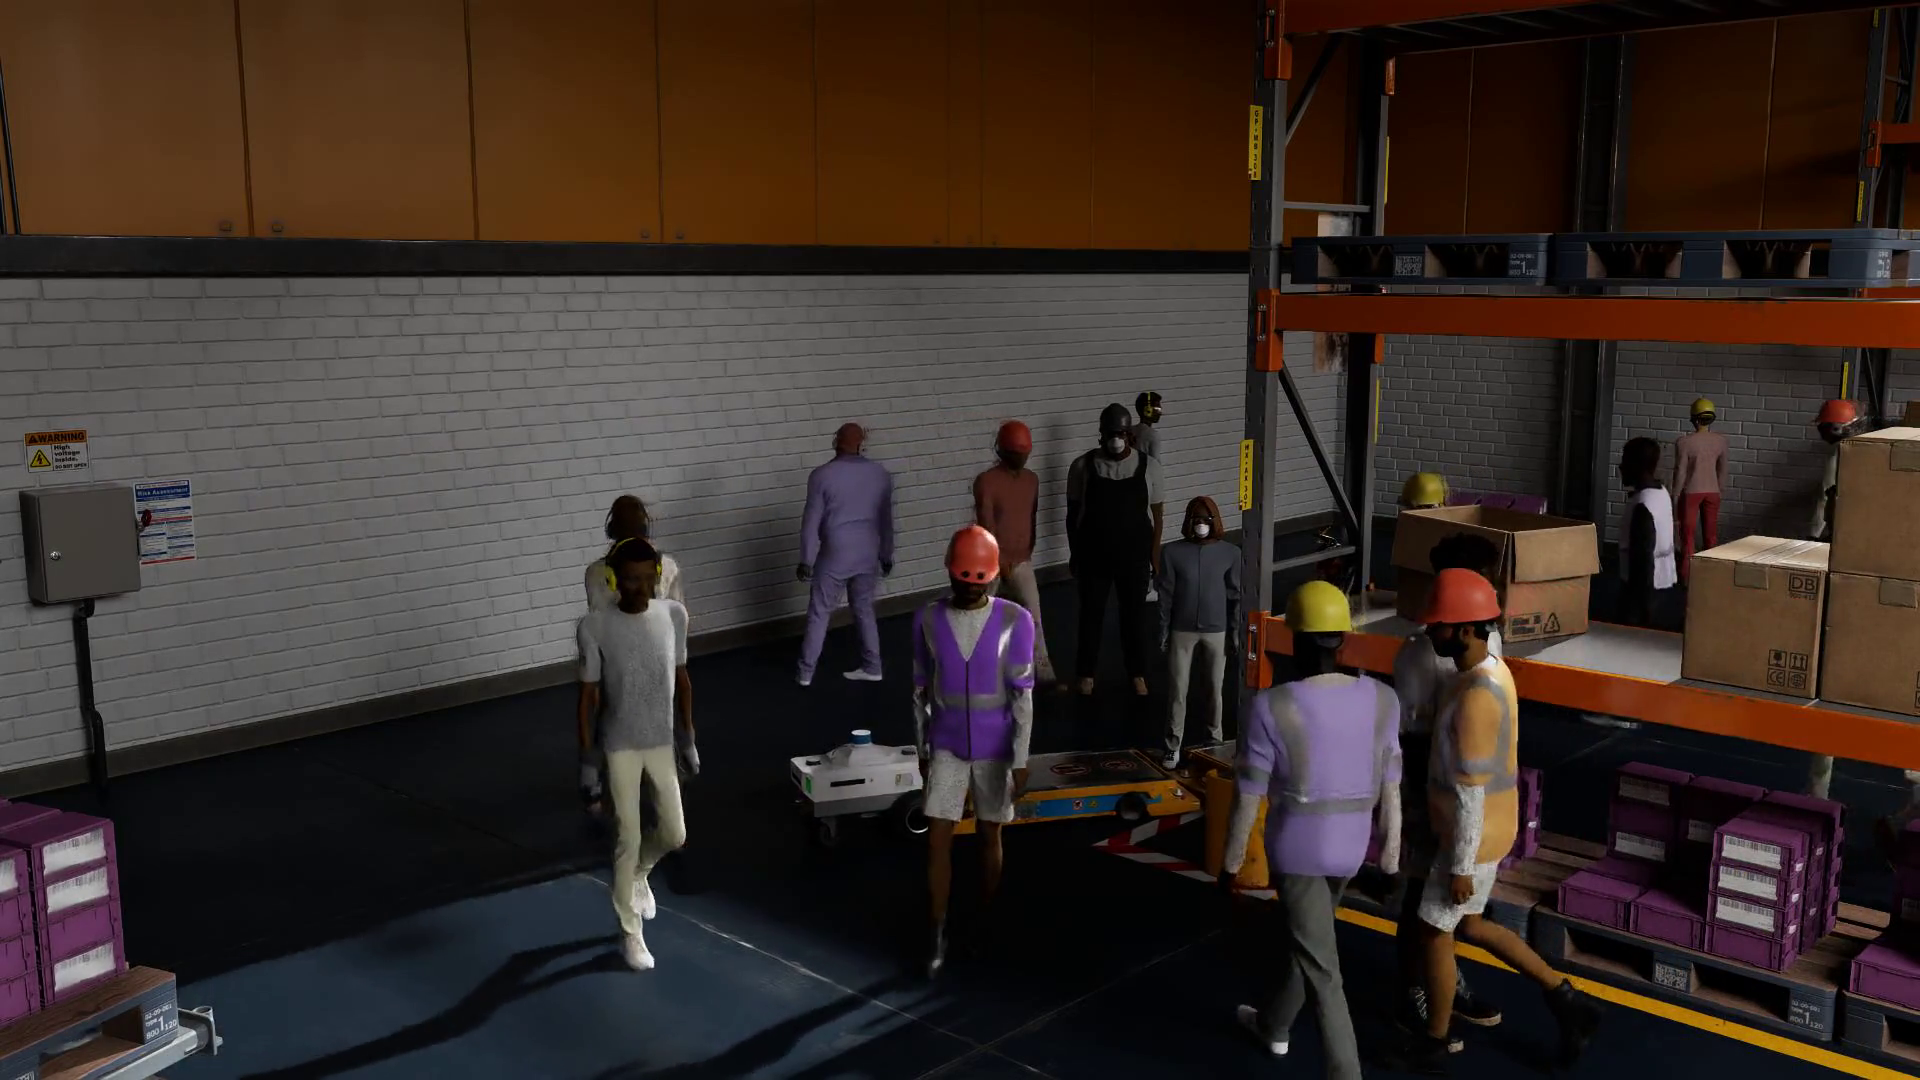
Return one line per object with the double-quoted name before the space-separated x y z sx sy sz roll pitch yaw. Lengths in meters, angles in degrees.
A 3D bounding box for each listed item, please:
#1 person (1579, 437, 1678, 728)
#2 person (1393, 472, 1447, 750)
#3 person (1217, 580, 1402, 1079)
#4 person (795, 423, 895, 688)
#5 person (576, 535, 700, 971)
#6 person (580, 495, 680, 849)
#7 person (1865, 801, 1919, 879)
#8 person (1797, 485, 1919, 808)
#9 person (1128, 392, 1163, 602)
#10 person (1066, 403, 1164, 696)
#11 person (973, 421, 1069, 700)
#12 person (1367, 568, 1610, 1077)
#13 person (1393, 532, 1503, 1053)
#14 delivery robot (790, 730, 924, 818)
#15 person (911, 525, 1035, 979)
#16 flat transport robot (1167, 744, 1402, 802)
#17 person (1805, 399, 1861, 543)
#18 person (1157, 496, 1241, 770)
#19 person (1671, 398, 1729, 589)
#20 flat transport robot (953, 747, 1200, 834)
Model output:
"person" 4.410 0.289 10.586 0.687 1.899 0.594 6 11 32
"person" 2.859 0.459 9.885 0.928 1.791 0.613 -2 10 -14
"person" 1.229 1.071 5.850 0.606 1.873 0.986 -4 10 -21
"person" -0.819 0.106 11.818 0.742 1.871 0.444 -6 11 -33
"person" -1.395 0.876 7.133 0.540 1.846 0.514 -6 11 -33
"person" -1.727 0.656 8.662 0.529 1.793 0.935 -5 11 -29
"person" 4.558 0.782 7.492 0.721 1.918 0.645 9 13 42
"person" 4.806 0.606 8.838 0.732 1.840 0.519 3 10 19
"person" 1.637 -0.385 14.818 0.330 1.864 0.512 -6 11 -31
"person" 1.073 0.070 11.482 0.683 2.000 0.537 0 9 1
"person" 0.316 0.129 11.518 0.594 1.929 1.117 -7 11 -35
"person" 1.912 1.044 5.936 0.750 1.912 0.552 4 10 21
"person" 1.886 0.942 6.362 0.367 1.966 0.606 9 13 44
"delivery robot" -0.513 1.229 8.633 0.707 0.478 0.477 -3 10 -20
"person" 0.037 0.885 6.920 0.540 1.903 0.711 1 9 9
"flat transport robot" 1.926 1.280 9.473 1.431 0.197 0.652 -5 10 -28
"person" 6.511 -0.087 12.654 0.837 1.964 0.654 6 11 34
"person" 1.405 0.549 9.790 0.497 1.633 0.285 1 9 5
"person" 6.805 -0.424 15.351 0.523 1.769 0.310 -1 9 -8
"flat transport robot" 0.520 1.349 9.055 1.431 0.197 0.652 -3 10 -16
